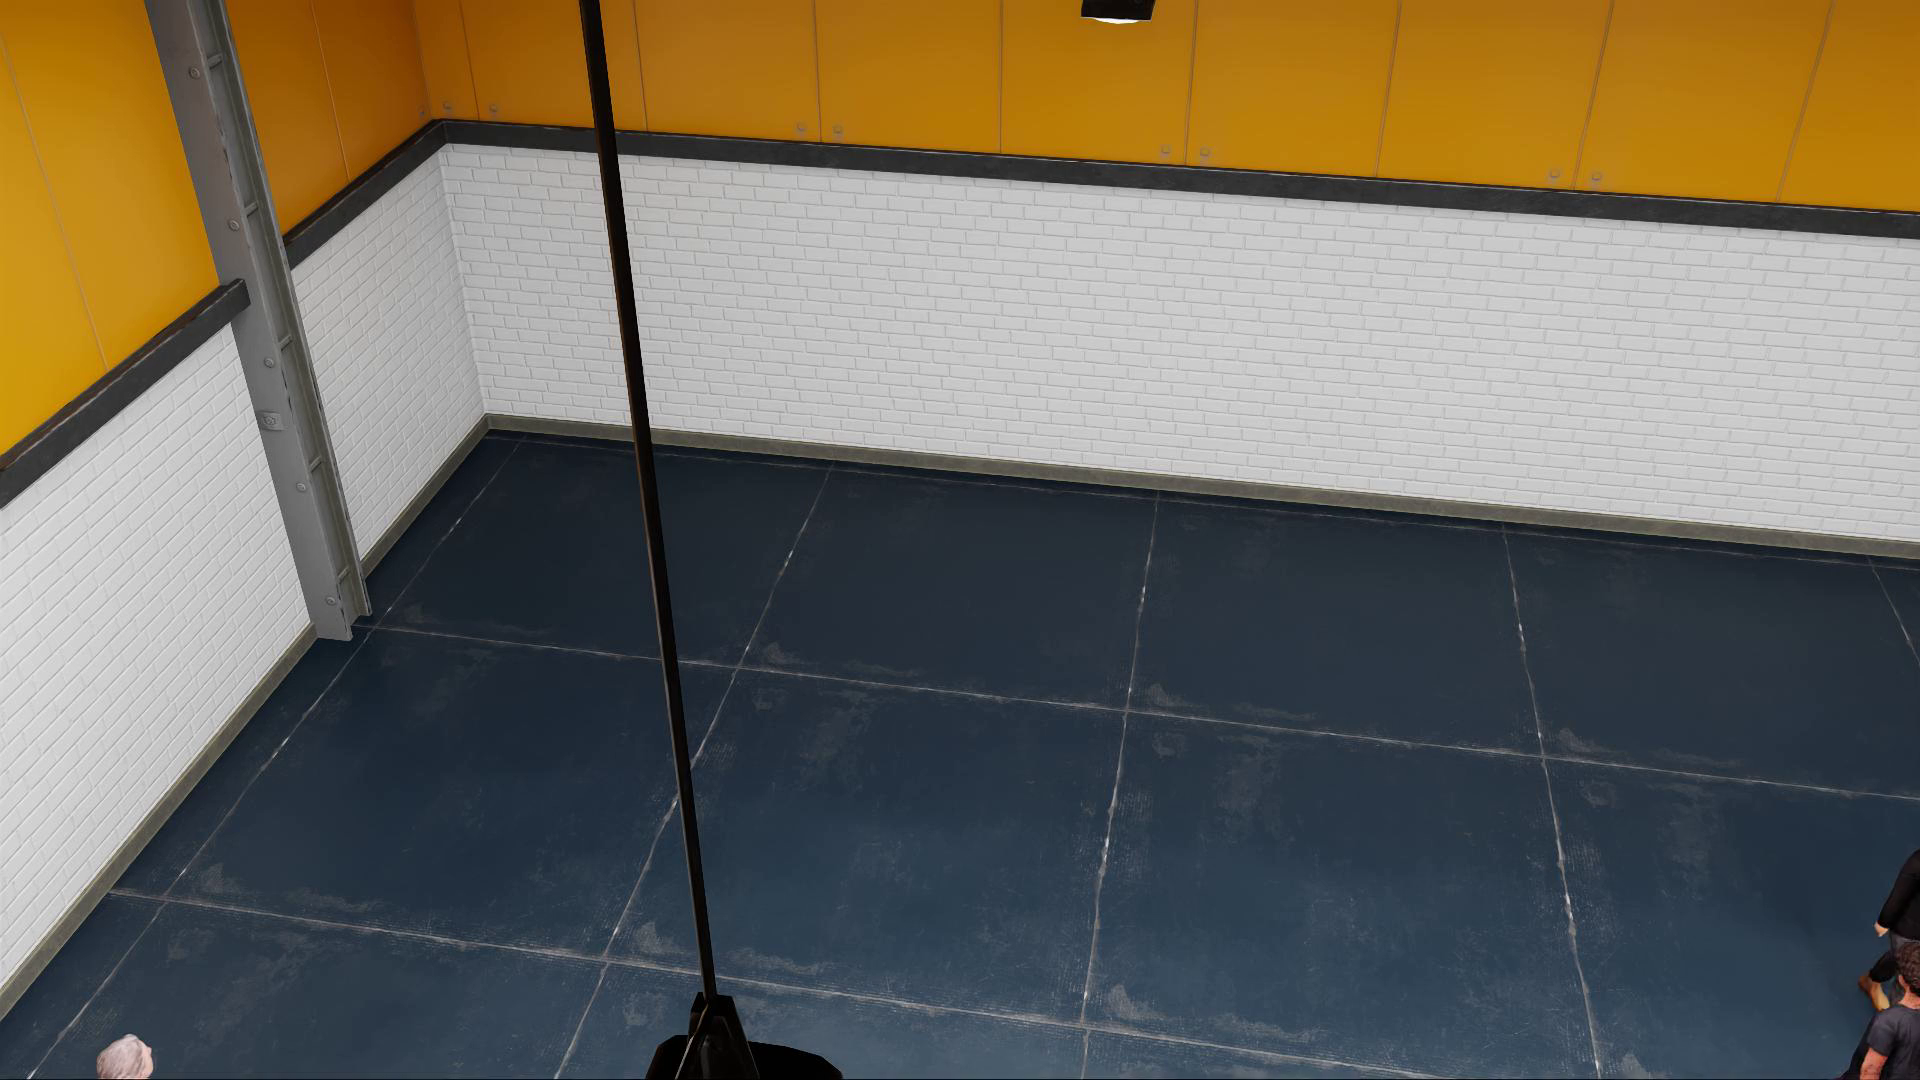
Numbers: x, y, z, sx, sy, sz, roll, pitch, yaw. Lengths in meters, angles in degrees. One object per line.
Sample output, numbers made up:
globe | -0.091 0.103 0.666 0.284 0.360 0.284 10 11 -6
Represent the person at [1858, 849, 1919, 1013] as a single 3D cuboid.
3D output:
person | 5.519 2.149 9.549 0.836 1.688 1.103 -4 34 -5
